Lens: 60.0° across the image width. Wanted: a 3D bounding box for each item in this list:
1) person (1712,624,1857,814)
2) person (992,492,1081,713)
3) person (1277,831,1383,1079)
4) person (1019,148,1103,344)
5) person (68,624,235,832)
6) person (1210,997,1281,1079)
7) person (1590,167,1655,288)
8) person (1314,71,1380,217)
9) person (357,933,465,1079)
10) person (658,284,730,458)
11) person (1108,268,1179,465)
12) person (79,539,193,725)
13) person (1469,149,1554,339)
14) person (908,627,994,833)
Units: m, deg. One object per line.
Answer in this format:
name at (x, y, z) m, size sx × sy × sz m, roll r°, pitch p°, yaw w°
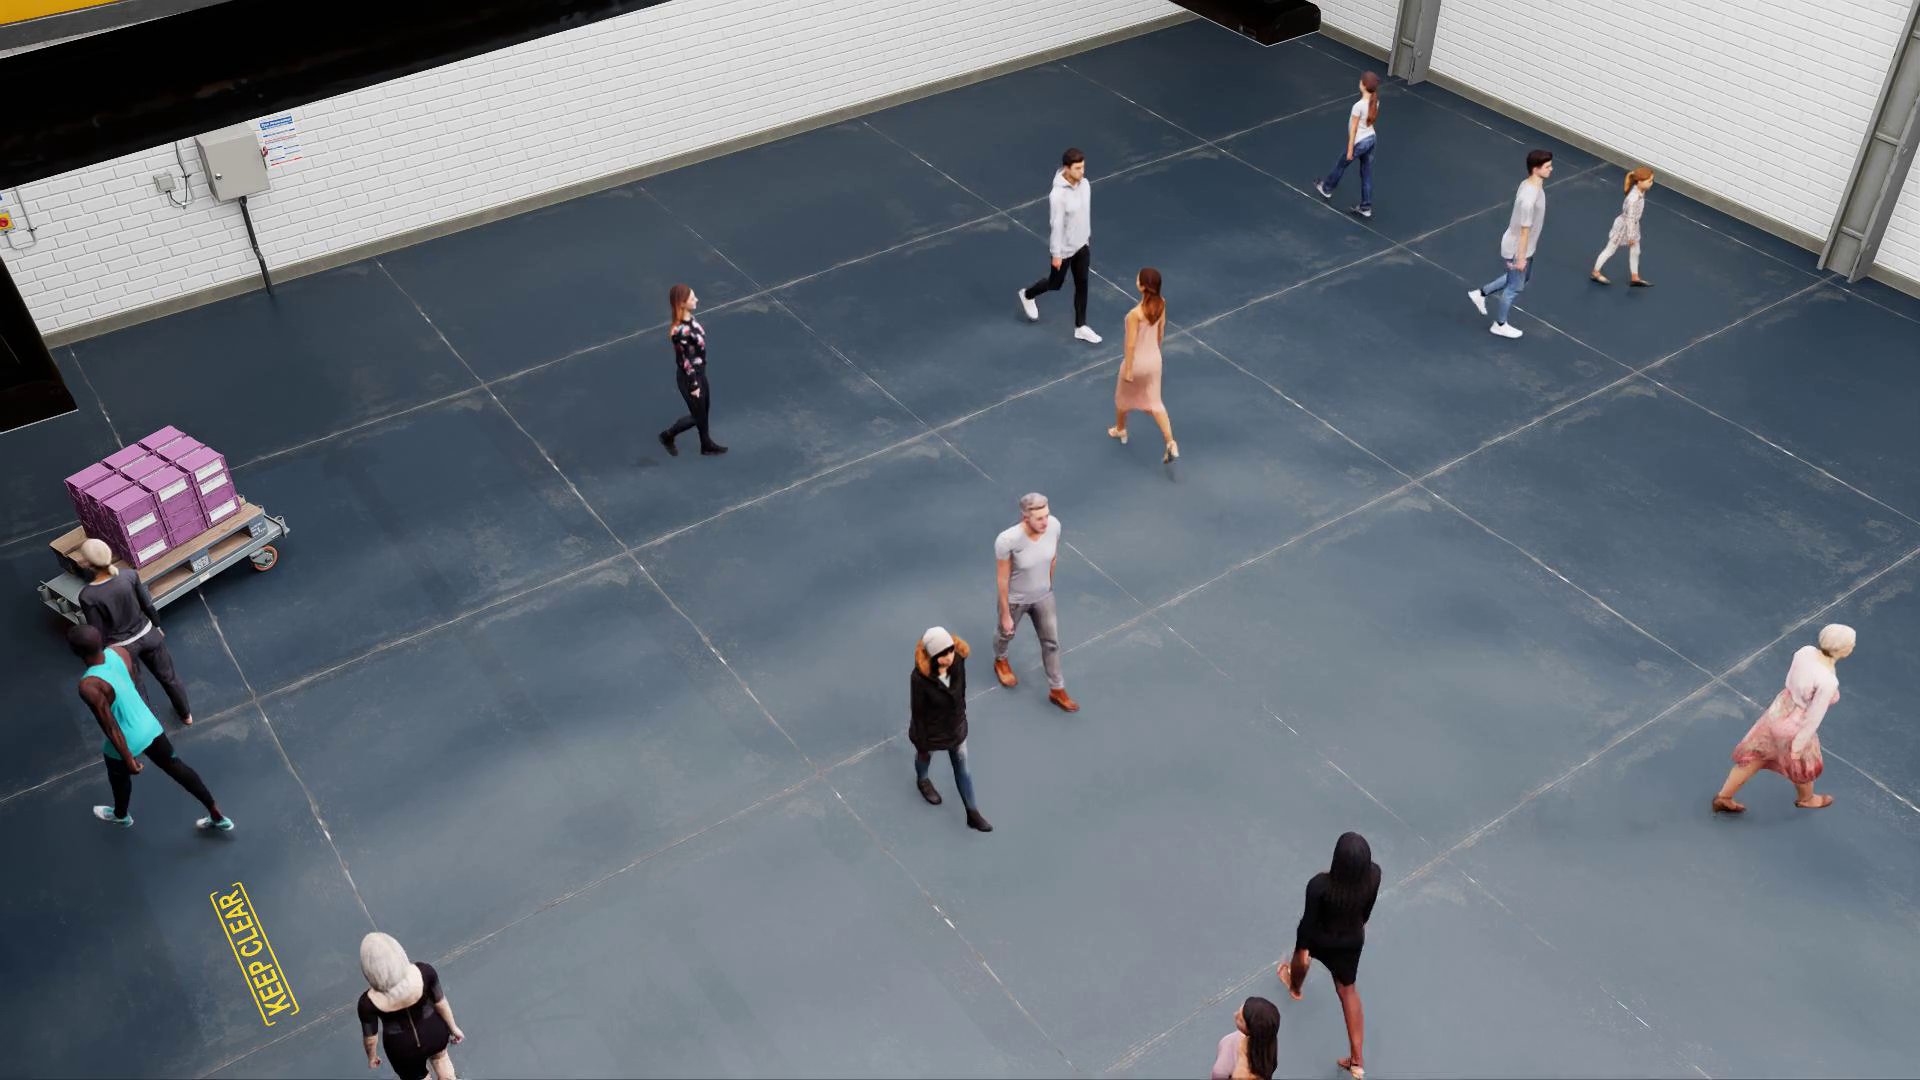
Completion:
person at (5.320, 1.213, 10.794) m, size 1.003 × 1.644 × 1.080 m, roll -3°, pitch 39°, yaw -4°
person at (0.398, 0.345, 11.763) m, size 0.778 × 1.791 × 1.064 m, roll -18°, pitch 42°, yaw -22°
person at (2.142, 2.315, 9.383) m, size 0.912 × 1.683 × 1.258 m, roll -9°, pitch 40°, yaw -12°
person at (0.943, -2.789, 15.599) m, size 1.259 × 1.901 × 0.869 m, roll 30°, pitch 47°, yaw 32°
person at (-5.185, 1.280, 10.619) m, size 1.256 × 1.756 × 1.137 m, roll 9°, pitch 40°, yaw 12°
person at (1.435, 2.928, 8.511) m, size 0.719 × 1.812 × 0.696 m, roll 12°, pitch 40°, yaw 15°
person at (6.531, -3.109, 16.495) m, size 0.880 × 1.284 × 0.659 m, roll 29°, pitch 47°, yaw 31°
person at (4.299, -4.169, 17.629) m, size 0.577 × 1.524 × 1.017 m, roll -22°, pitch 44°, yaw -25°
person at (-2.820, 2.719, 8.767) m, size 0.654 × 1.821 × 0.736 m, roll -27°, pitch 46°, yaw -30°
person at (-2.330, -1.386, 14.025) m, size 0.889 × 1.672 × 0.867 m, roll 0°, pitch 39°, yaw 0°
person at (1.599, -1.440, 13.987) m, size 0.587 × 1.806 × 1.065 m, roll -23°, pitch 44°, yaw -26°
person at (-5.689, 0.677, 11.401) m, size 0.603 × 1.724 × 0.658 m, roll 28°, pitch 46°, yaw 30°
person at (5.178, -2.792, 15.624) m, size 0.970 × 1.875 × 0.887 m, roll 16°, pitch 41°, yaw 19°
person at (-0.180, 1.161, 10.892) m, size 0.629 × 1.604 × 0.948 m, roll -24°, pitch 44°, yaw -27°
